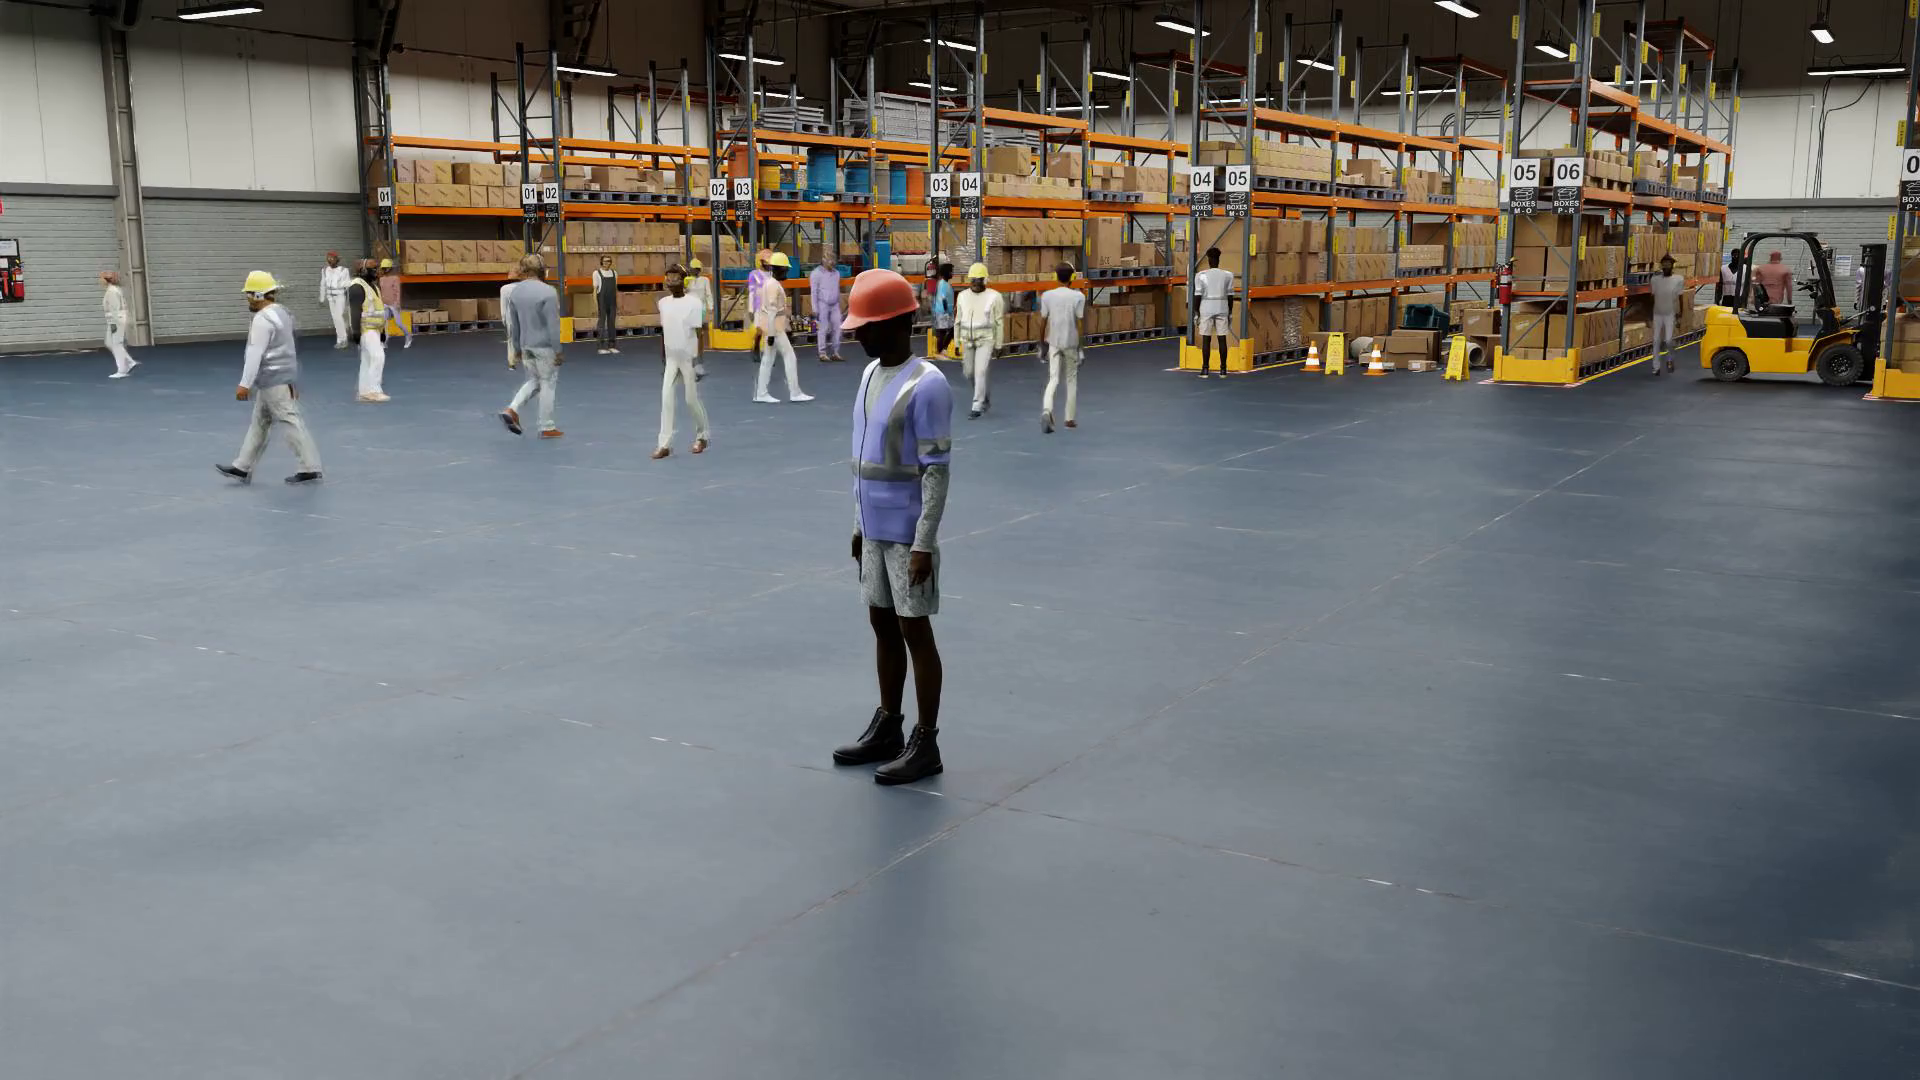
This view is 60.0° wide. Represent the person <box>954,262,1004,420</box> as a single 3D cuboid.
[{"bbox_3d":[0.235,-2.322,19.338,0.602,1.809,0.710,5,11,25],"label":"person"}]

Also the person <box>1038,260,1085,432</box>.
[{"bbox_3d":[1.090,-2.090,17.967,0.521,1.847,0.841,3,11,17],"label":"person"}]

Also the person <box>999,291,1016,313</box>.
[{"bbox_3d":[0.794,-4.791,32.845,0.624,1.934,0.364,1,10,3],"label":"person"}]

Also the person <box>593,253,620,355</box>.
[{"bbox_3d":[-6.454,-4.308,30.372,0.515,1.842,0.328,-10,14,-44],"label":"person"}]

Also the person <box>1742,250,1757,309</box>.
[{"bbox_3d":[16.603,-5.219,35.331,0.547,1.884,0.988,6,12,32],"label":"person"}]

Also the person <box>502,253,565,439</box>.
[{"bbox_3d":[-4.376,-1.975,17.089,0.633,1.923,0.586,7,13,36],"label":"person"}]

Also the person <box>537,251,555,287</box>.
[{"bbox_3d":[-9.392,-5.560,37.399,0.634,1.839,0.429,1,10,8],"label":"person"}]

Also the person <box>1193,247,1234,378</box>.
[{"bbox_3d":[3.820,-3.419,25.062,0.605,1.962,0.379,0,10,-1],"label":"person"}]

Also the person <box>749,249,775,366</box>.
[{"bbox_3d":[-3.209,-3.820,27.396,0.574,1.924,0.504,-5,11,-27],"label":"person"}]

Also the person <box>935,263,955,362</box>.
[{"bbox_3d":[-0.234,-3.895,28.489,0.390,1.684,0.550,2,10,11],"label":"person"}]

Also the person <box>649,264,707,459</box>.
[{"bbox_3d":[-2.652,-1.692,15.837,0.538,1.843,0.833,4,11,23],"label":"person"}]

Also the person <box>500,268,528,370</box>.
[{"bbox_3d":[-7.102,-3.543,26.674,0.507,1.631,0.264,1,10,4],"label":"person"}]

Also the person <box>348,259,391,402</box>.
[{"bbox_3d":[-7.459,-2.662,21.204,0.637,1.820,0.660,0,10,1],"label":"person"}]

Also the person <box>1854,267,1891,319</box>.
[{"bbox_3d":[17.284,-4.553,31.538,0.585,1.921,0.392,6,12,31],"label":"person"}]

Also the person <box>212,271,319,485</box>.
[{"bbox_3d":[-5.836,-1.338,13.878,0.910,1.781,0.606,-2,10,-9],"label":"person"}]

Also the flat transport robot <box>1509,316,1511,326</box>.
[{"bbox_3d":[13.646,-5.354,40.637,0.652,0.197,1.431,1,10,7],"label":"flat transport robot"}]

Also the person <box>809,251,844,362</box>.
[{"bbox_3d":[-2.265,-3.981,28.425,0.671,1.903,0.402,-9,14,-43],"label":"person"}]

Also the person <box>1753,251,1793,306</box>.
[{"bbox_3d":[16.492,-4.908,33.667,0.679,1.853,0.983,9,13,40],"label":"person"}]

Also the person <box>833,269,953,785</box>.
[{"bbox_3d":[-0.263,-0.045,6.262,0.375,1.927,0.543,-7,12,-33],"label":"person"}]

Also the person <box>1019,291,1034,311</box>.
[{"bbox_3d":[1.395,-5.175,35.812,0.498,1.633,0.278,9,14,41],"label":"person"}]

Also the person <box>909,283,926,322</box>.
[{"bbox_3d":[-1.080,-5.877,39.838,0.527,1.590,0.868,9,13,41],"label":"person"}]

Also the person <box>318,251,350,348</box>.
[{"bbox_3d":[-12.037,-4.612,32.023,0.596,1.868,0.540,3,11,18],"label":"person"}]

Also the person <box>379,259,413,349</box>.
[{"bbox_3d":[-10.890,-4.531,31.932,0.536,1.730,0.858,5,11,24],"label":"person"}]

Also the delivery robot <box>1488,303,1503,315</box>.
[{"bbox_3d":[12.881,-5.512,40.459,0.707,0.478,0.477,-1,10,-8],"label":"delivery robot"}]

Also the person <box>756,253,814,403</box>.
[{"bbox_3d":[-2.219,-2.675,21.076,0.839,1.893,0.589,-3,10,-14],"label":"person"}]

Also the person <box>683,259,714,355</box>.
[{"bbox_3d":[-4.704,-4.181,29.977,0.531,1.733,0.838,-6,12,-30],"label":"person"}]

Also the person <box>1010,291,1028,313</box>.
[{"bbox_3d":[1.240,-5.278,35.322,0.638,2.017,0.659,-6,12,-32],"label":"person"}]

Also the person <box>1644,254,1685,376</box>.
[{"bbox_3d":[10.784,-3.439,25.493,0.520,1.856,0.425,7,12,35],"label":"person"}]

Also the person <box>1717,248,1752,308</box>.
[{"bbox_3d":[15.298,-4.799,32.909,0.587,1.920,0.391,7,12,36],"label":"person"}]

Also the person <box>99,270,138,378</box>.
[{"bbox_3d":[-12.704,-3.247,25.025,0.370,1.624,0.527,-7,12,-33],"label":"person"}]

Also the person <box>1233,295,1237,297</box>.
[{"bbox_3d":[5.437,-4.947,34.351,0.482,1.700,0.919,8,13,37],"label":"person"}]

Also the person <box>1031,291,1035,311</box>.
[{"bbox_3d":[1.426,-5.659,37.515,0.622,1.992,0.396,5,11,28],"label":"person"}]

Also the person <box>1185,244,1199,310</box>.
[{"bbox_3d":[4.383,-4.386,30.287,0.606,2.035,0.405,7,12,33],"label":"person"}]
